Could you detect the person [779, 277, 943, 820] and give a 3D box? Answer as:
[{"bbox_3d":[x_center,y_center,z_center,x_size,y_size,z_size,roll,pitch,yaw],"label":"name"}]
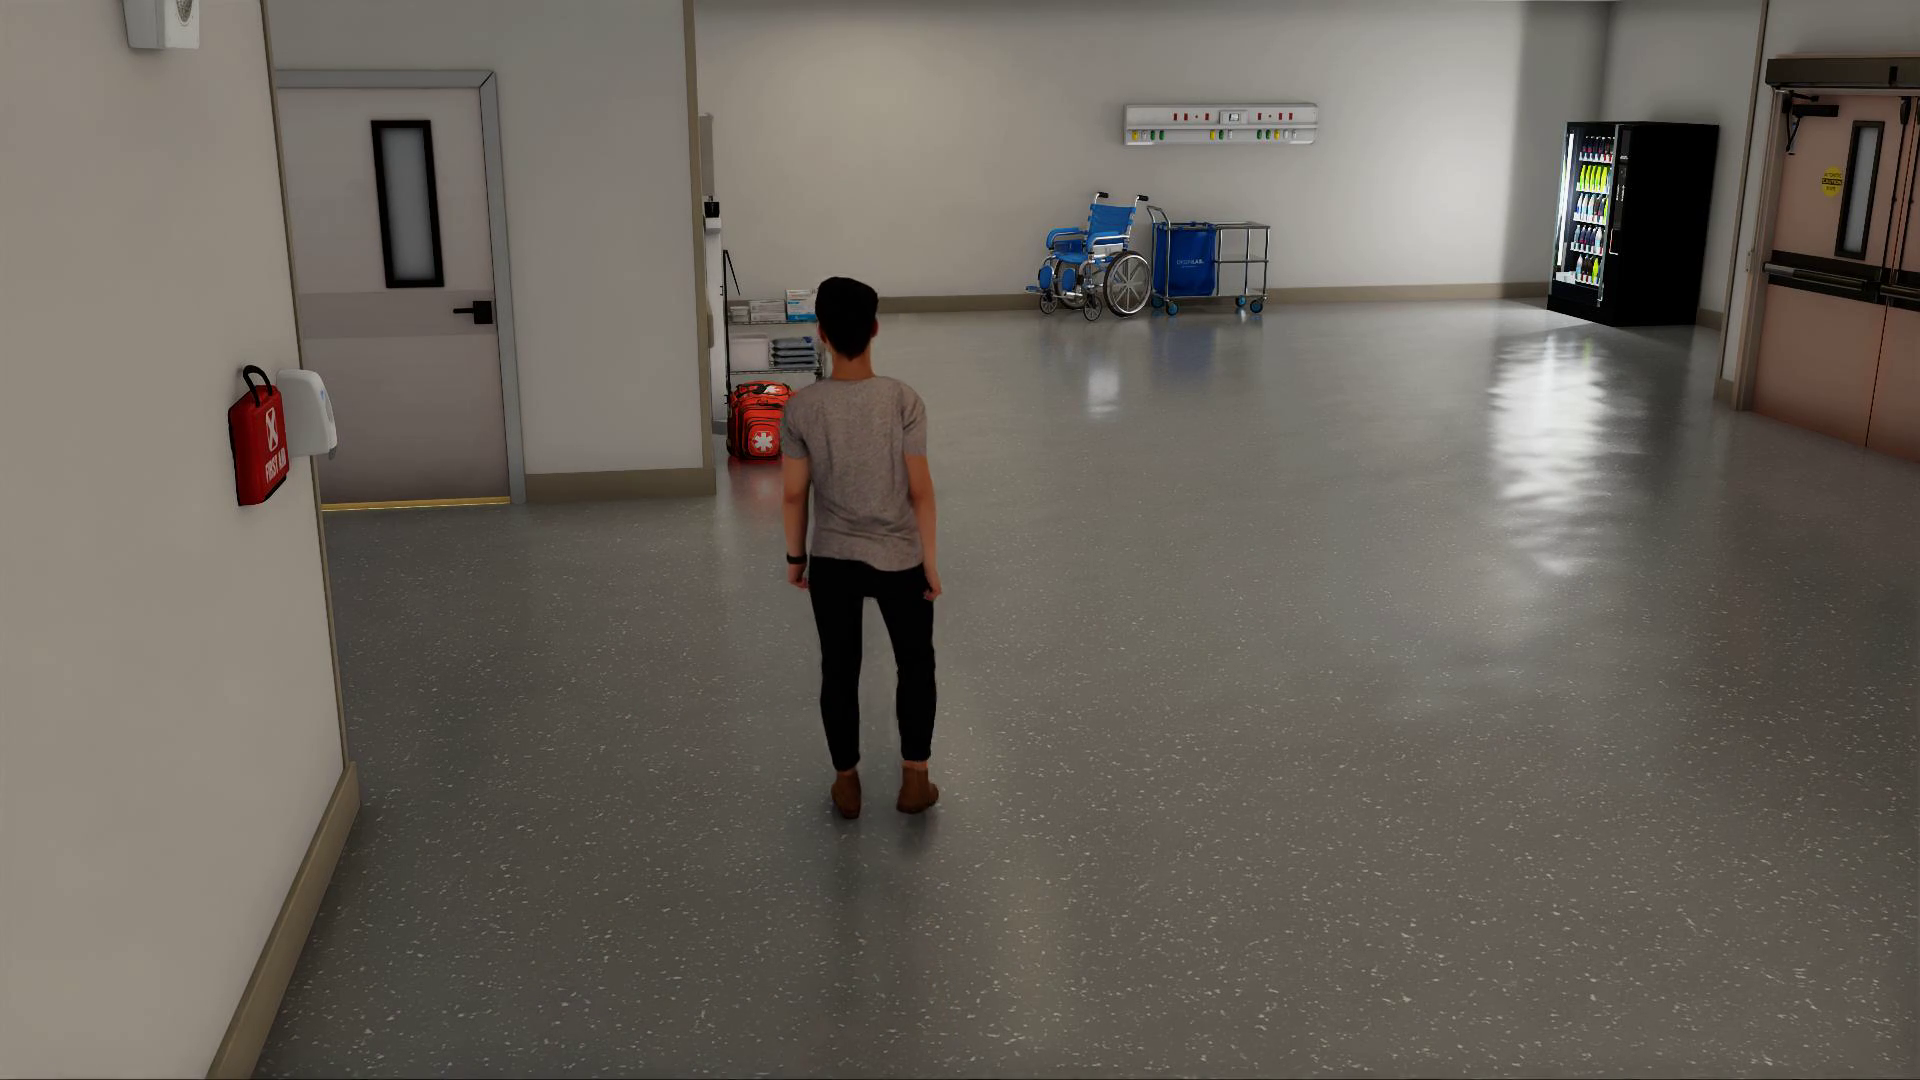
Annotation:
[{"bbox_3d":[-0.303,0.066,5.089,0.709,1.712,0.669,1,16,4],"label":"person"}]
